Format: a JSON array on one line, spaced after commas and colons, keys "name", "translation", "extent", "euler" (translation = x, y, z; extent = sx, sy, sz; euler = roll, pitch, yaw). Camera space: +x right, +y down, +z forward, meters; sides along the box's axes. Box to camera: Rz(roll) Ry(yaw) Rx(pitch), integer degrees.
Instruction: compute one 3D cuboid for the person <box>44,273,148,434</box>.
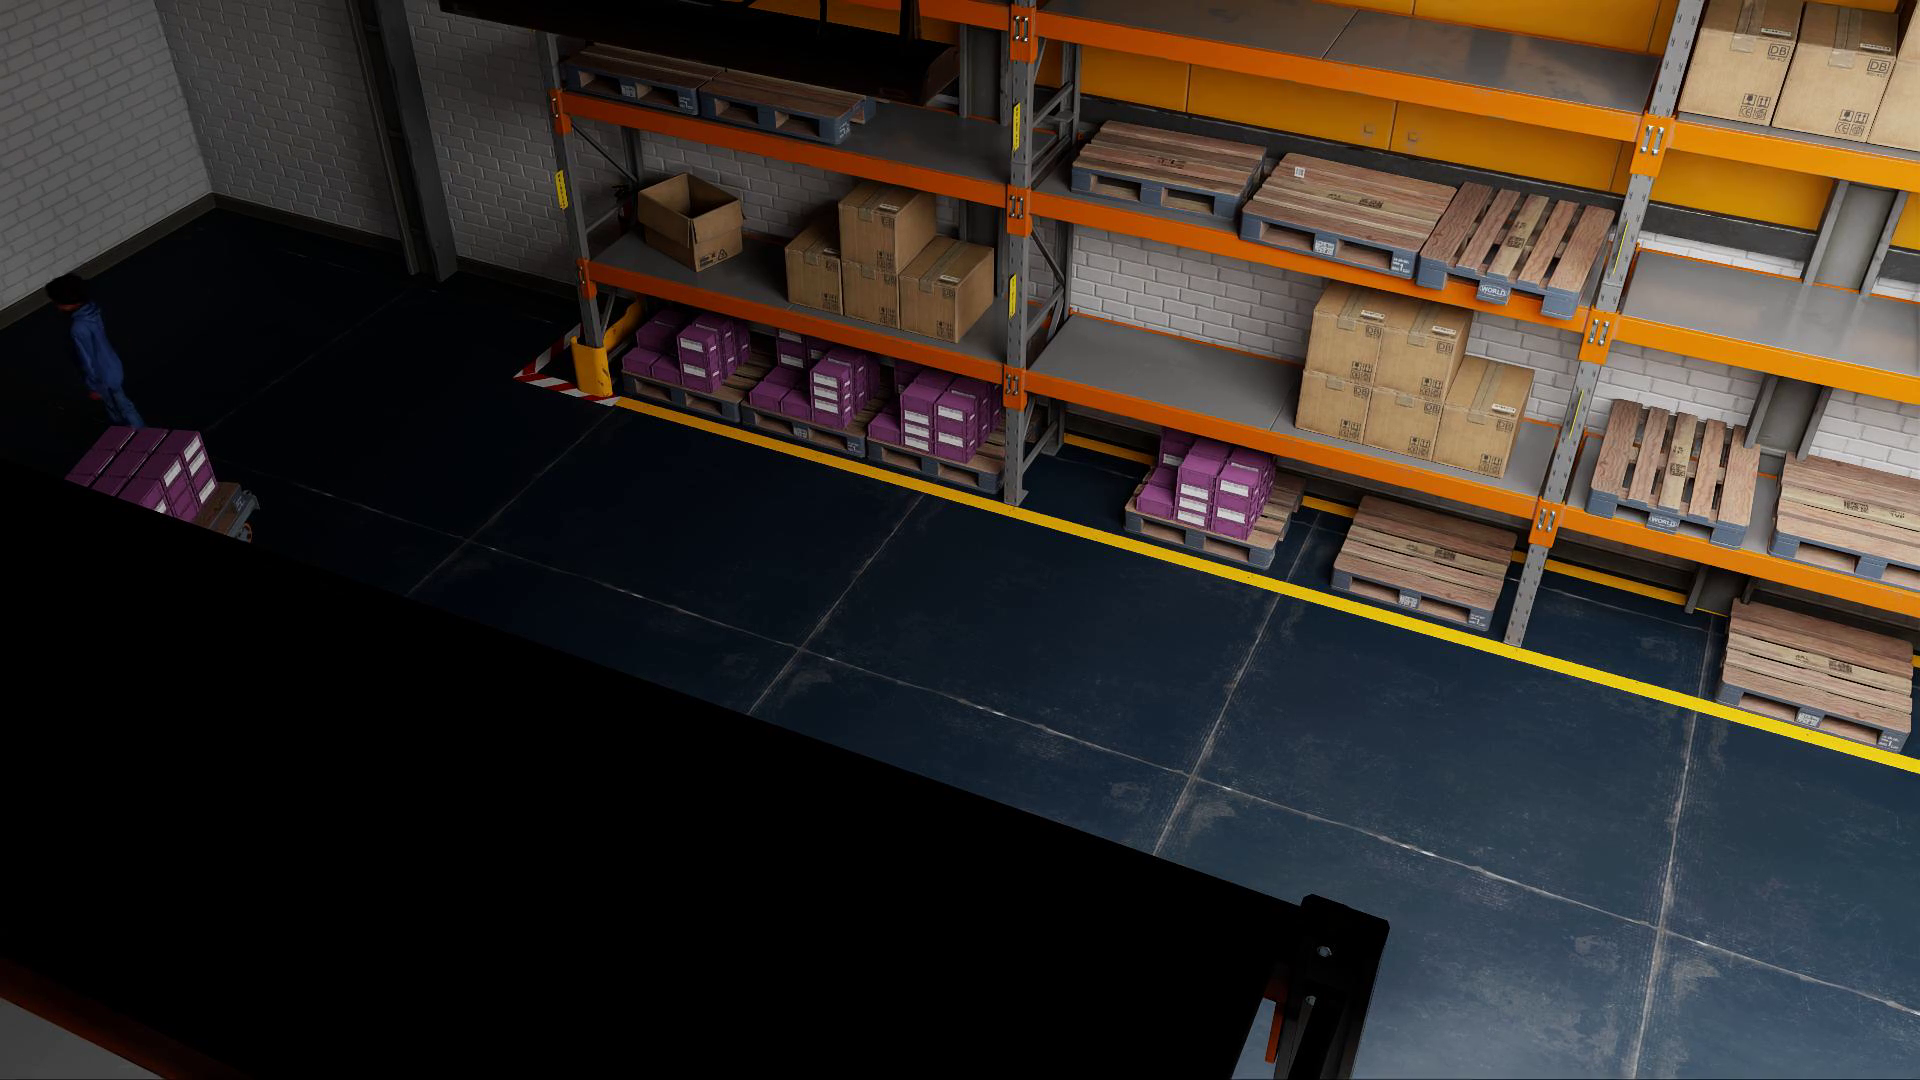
[{"name": "person", "translation": [-6.906, -1.389, 13.436], "extent": [0.856, 1.781, 0.815], "euler": [-2, 39, -3]}]
